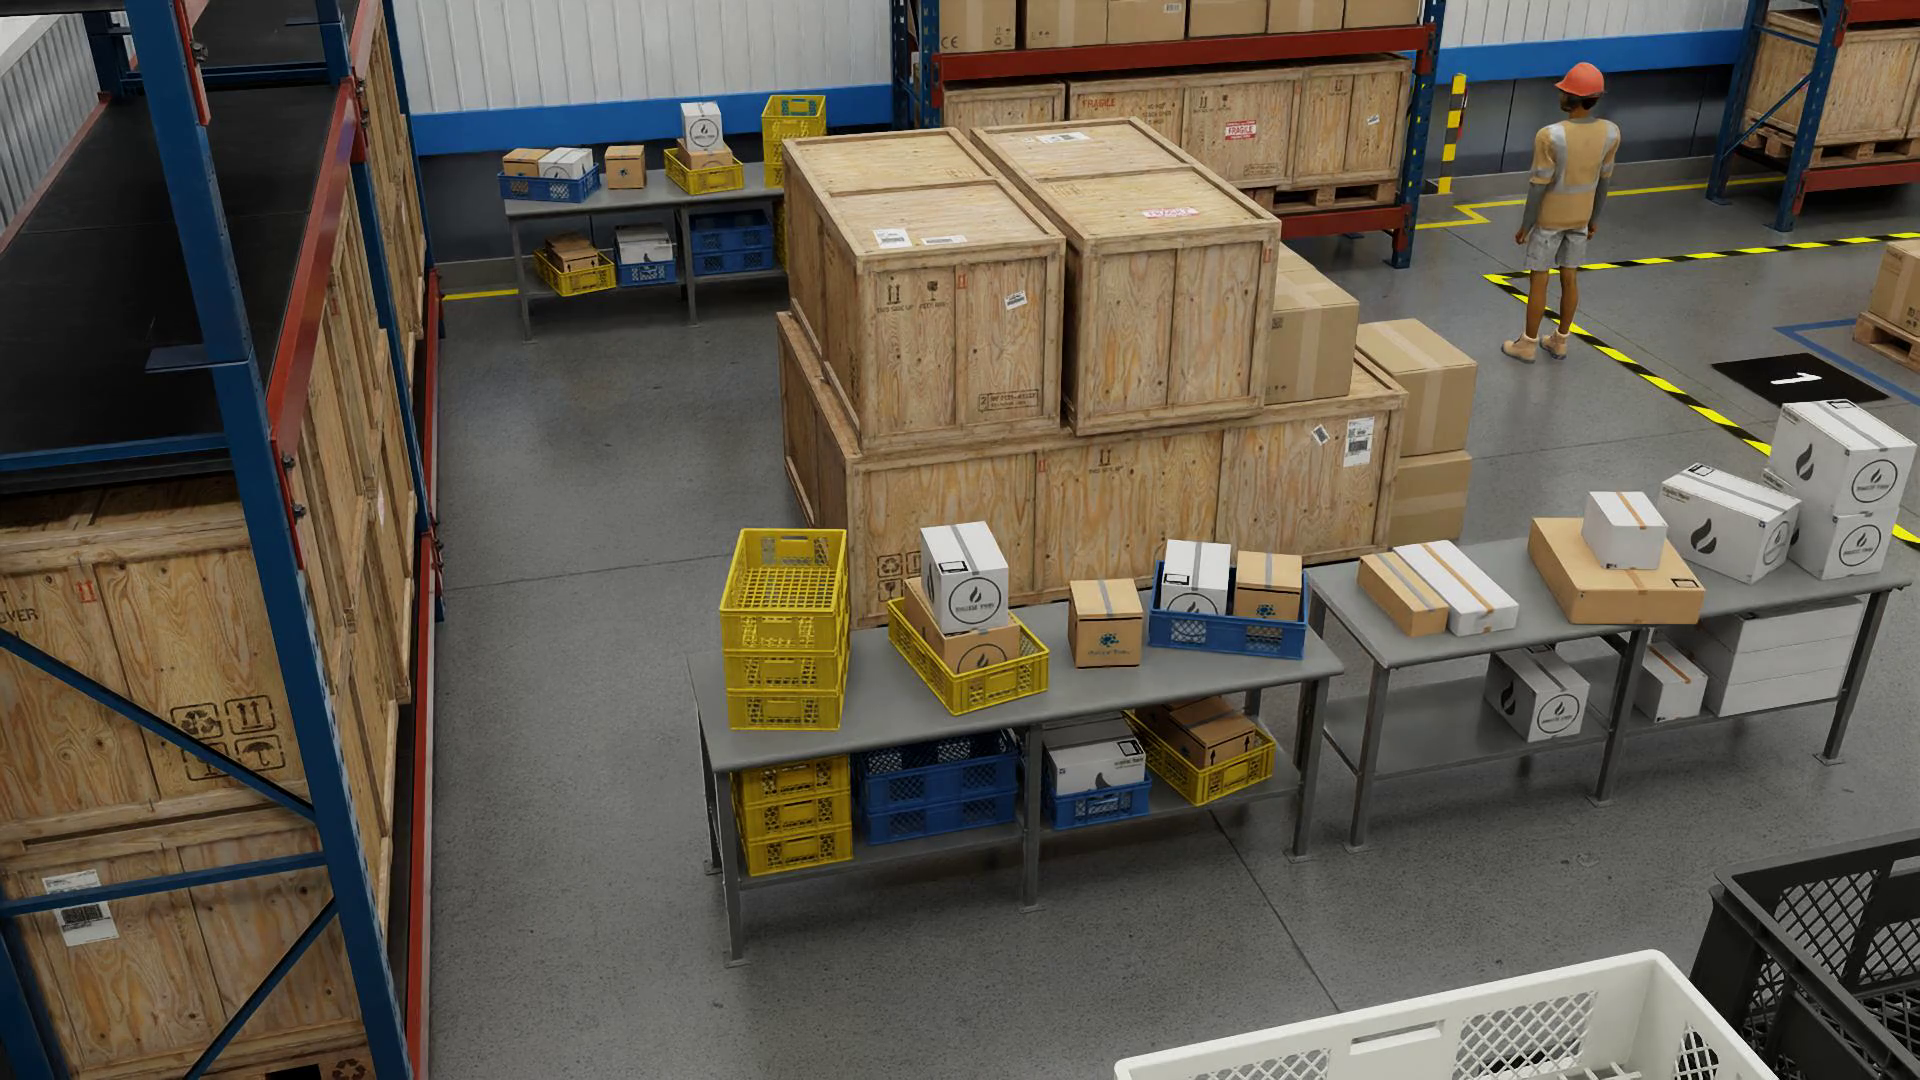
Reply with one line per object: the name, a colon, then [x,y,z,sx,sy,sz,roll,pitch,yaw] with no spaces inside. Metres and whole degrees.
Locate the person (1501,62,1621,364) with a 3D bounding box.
person: [4.057,-2.188,11.248,0.608,2.048,0.363,-8,30,-13]
